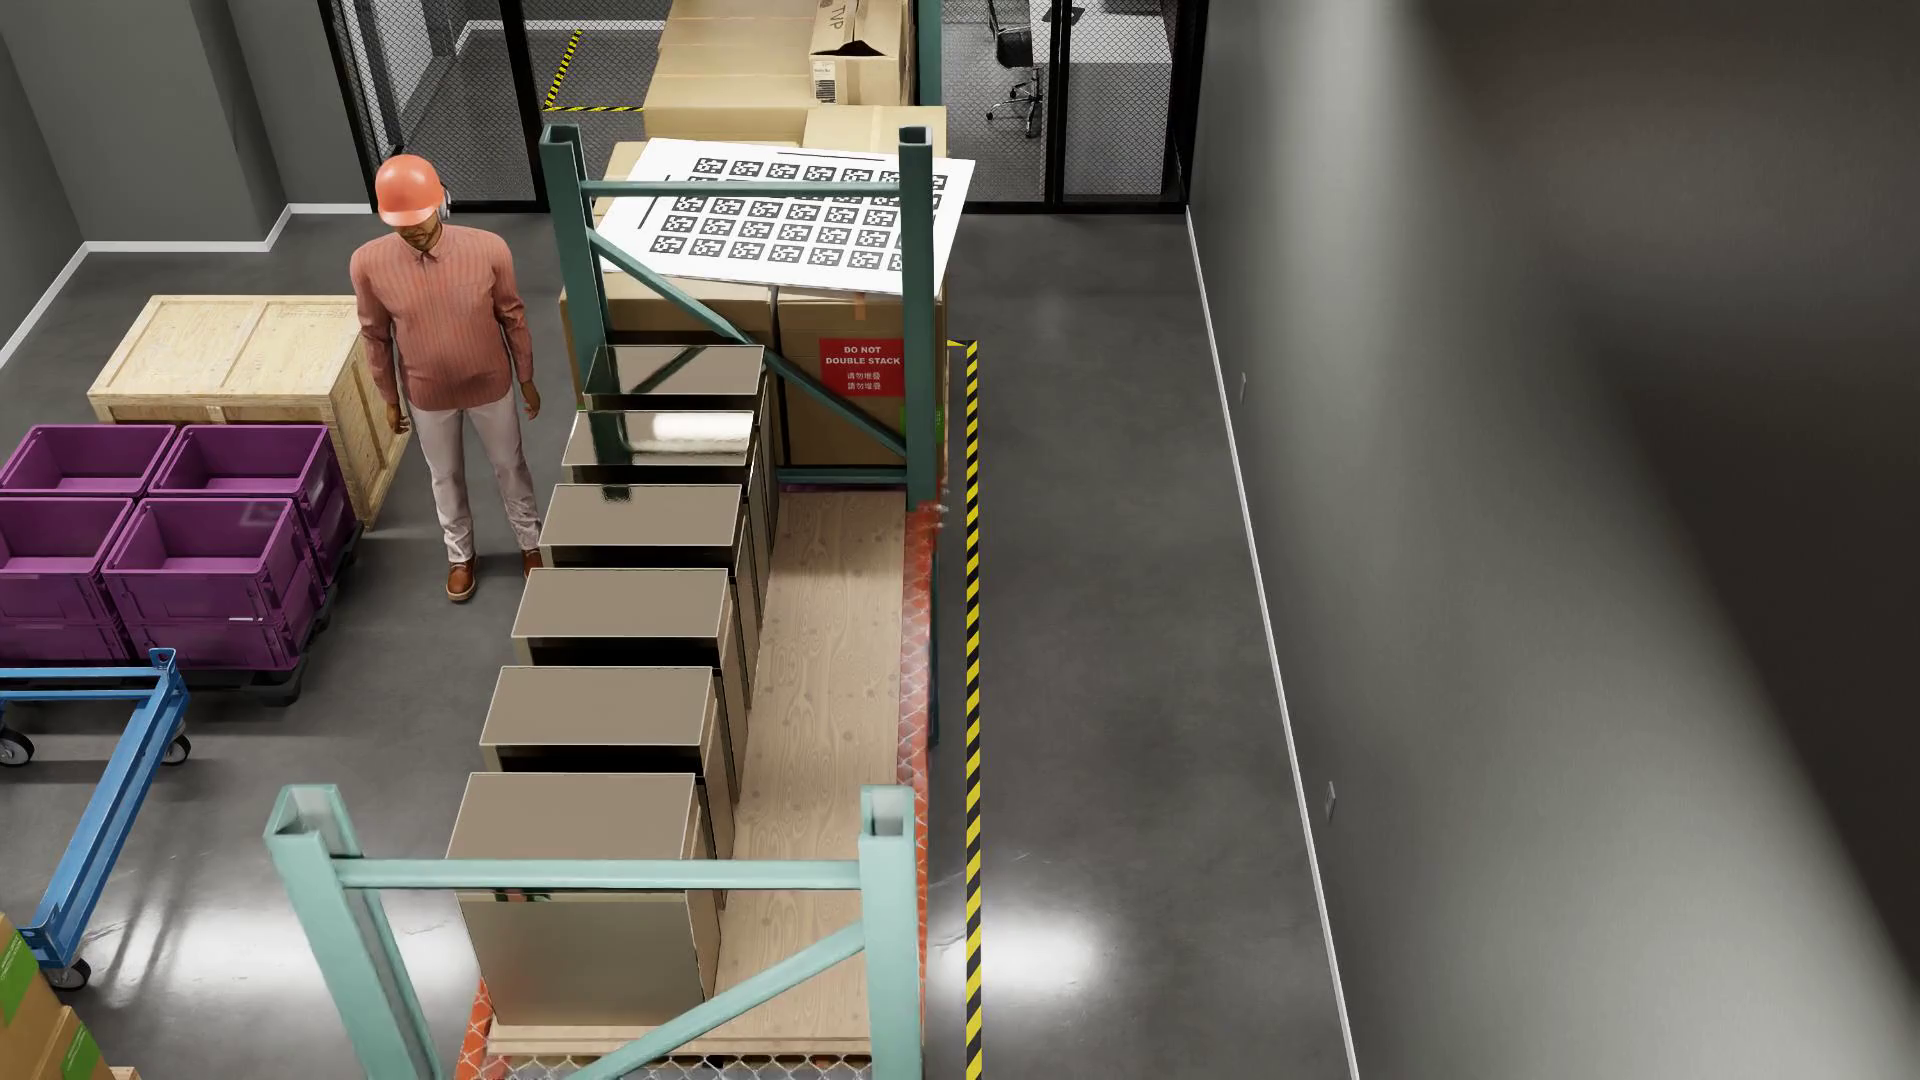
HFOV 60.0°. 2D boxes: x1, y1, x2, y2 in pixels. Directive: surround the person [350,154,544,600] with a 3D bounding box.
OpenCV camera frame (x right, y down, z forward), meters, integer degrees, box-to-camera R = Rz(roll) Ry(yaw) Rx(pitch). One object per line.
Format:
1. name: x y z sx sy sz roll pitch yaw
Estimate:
1. person: -1.975 -0.611 6.542 0.623 1.993 0.384 -10 42 -11
